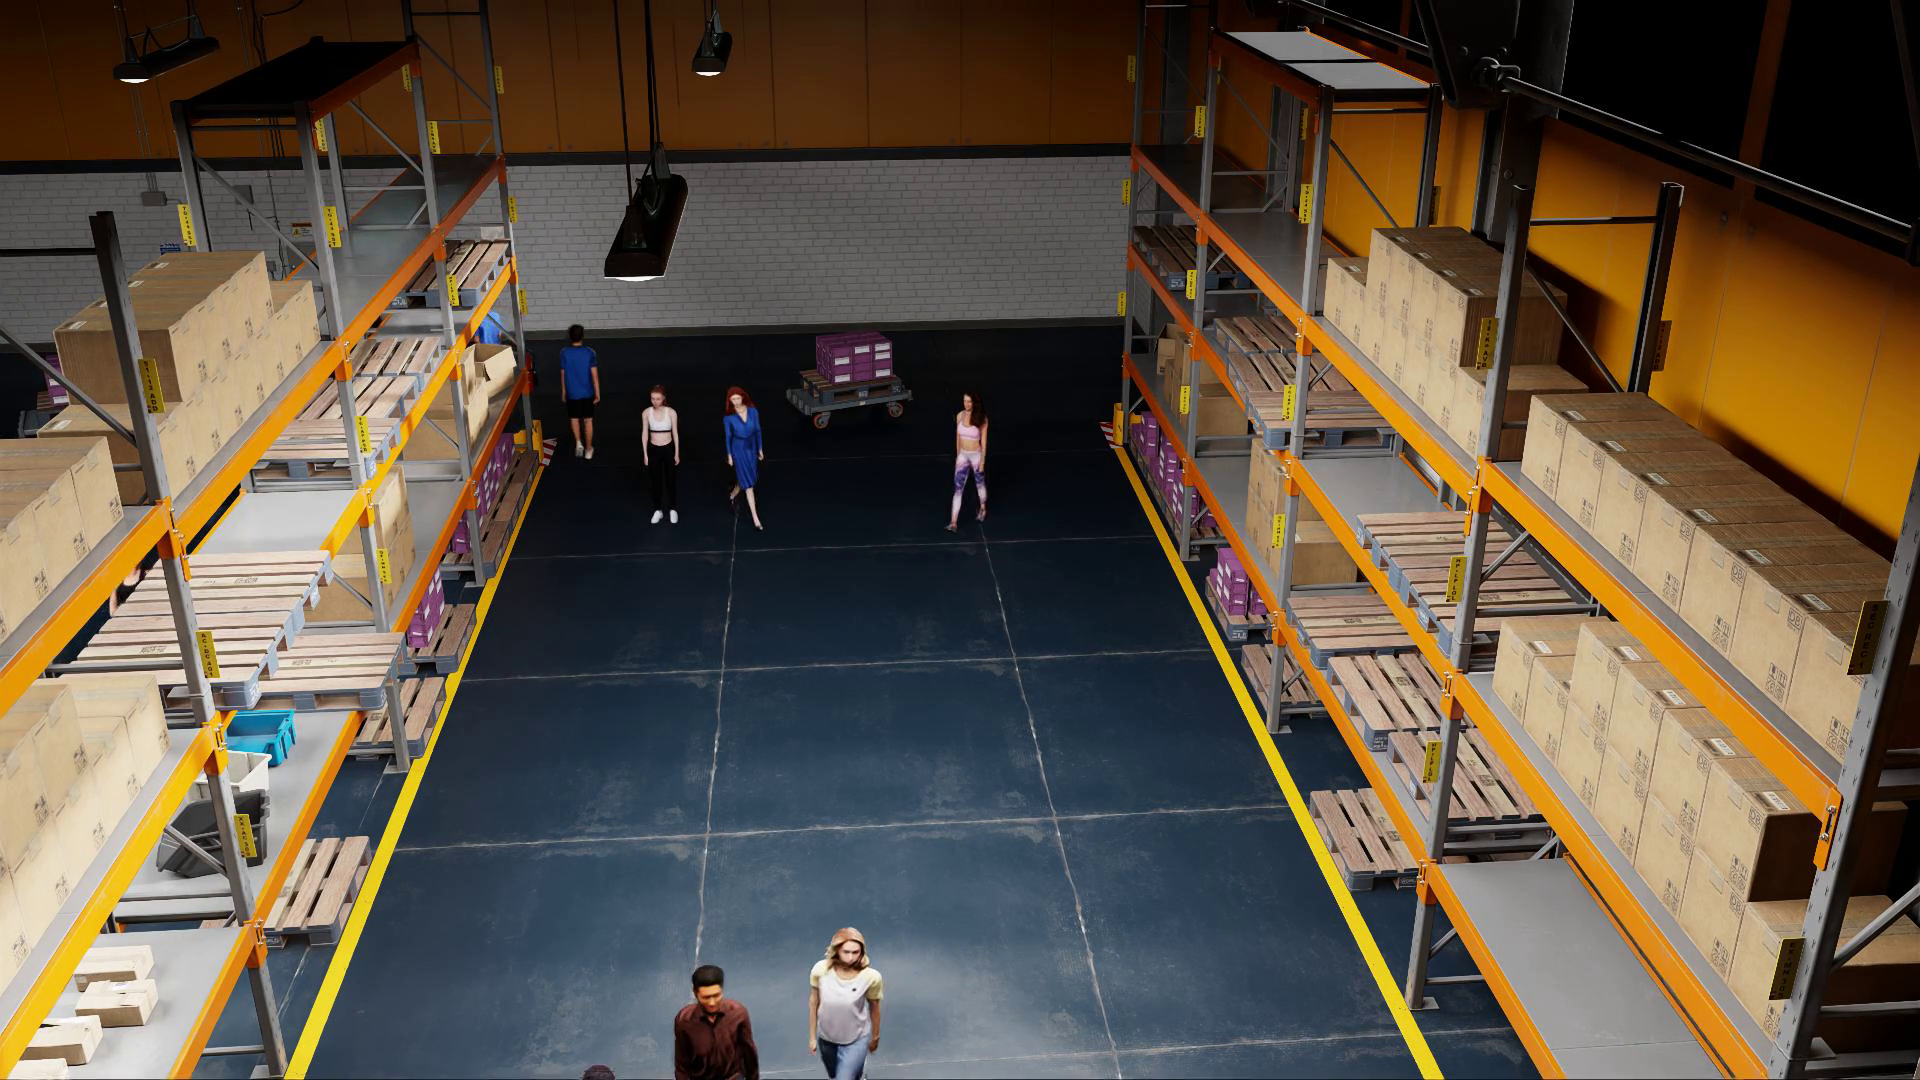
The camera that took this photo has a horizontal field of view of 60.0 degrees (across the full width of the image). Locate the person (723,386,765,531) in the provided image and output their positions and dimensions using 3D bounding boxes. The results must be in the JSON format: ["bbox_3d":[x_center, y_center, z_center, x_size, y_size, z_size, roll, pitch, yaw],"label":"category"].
[{"bbox_3d":[-2.632,-1.032,20.137,0.930,1.791,1.166,-14,27,-30],"label":"person"}]

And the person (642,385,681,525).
[{"bbox_3d":[-3.620,-1.044,20.225,0.587,1.742,0.499,-1,24,-3],"label":"person"}]

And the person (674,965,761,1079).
[{"bbox_3d":[-1.515,3.297,10.267,0.729,1.763,0.758,-8,25,-18],"label":"person"}]

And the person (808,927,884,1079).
[{"bbox_3d":[-0.733,3.146,10.694,0.829,1.697,1.153,5,24,10],"label":"person"}]

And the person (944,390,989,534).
[{"bbox_3d":[0.182,-0.971,20.094,0.941,1.713,1.222,9,25,20],"label":"person"}]

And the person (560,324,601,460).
[{"bbox_3d":[-5.062,-1.937,22.125,0.709,1.856,0.870,-5,24,-10],"label":"person"}]
